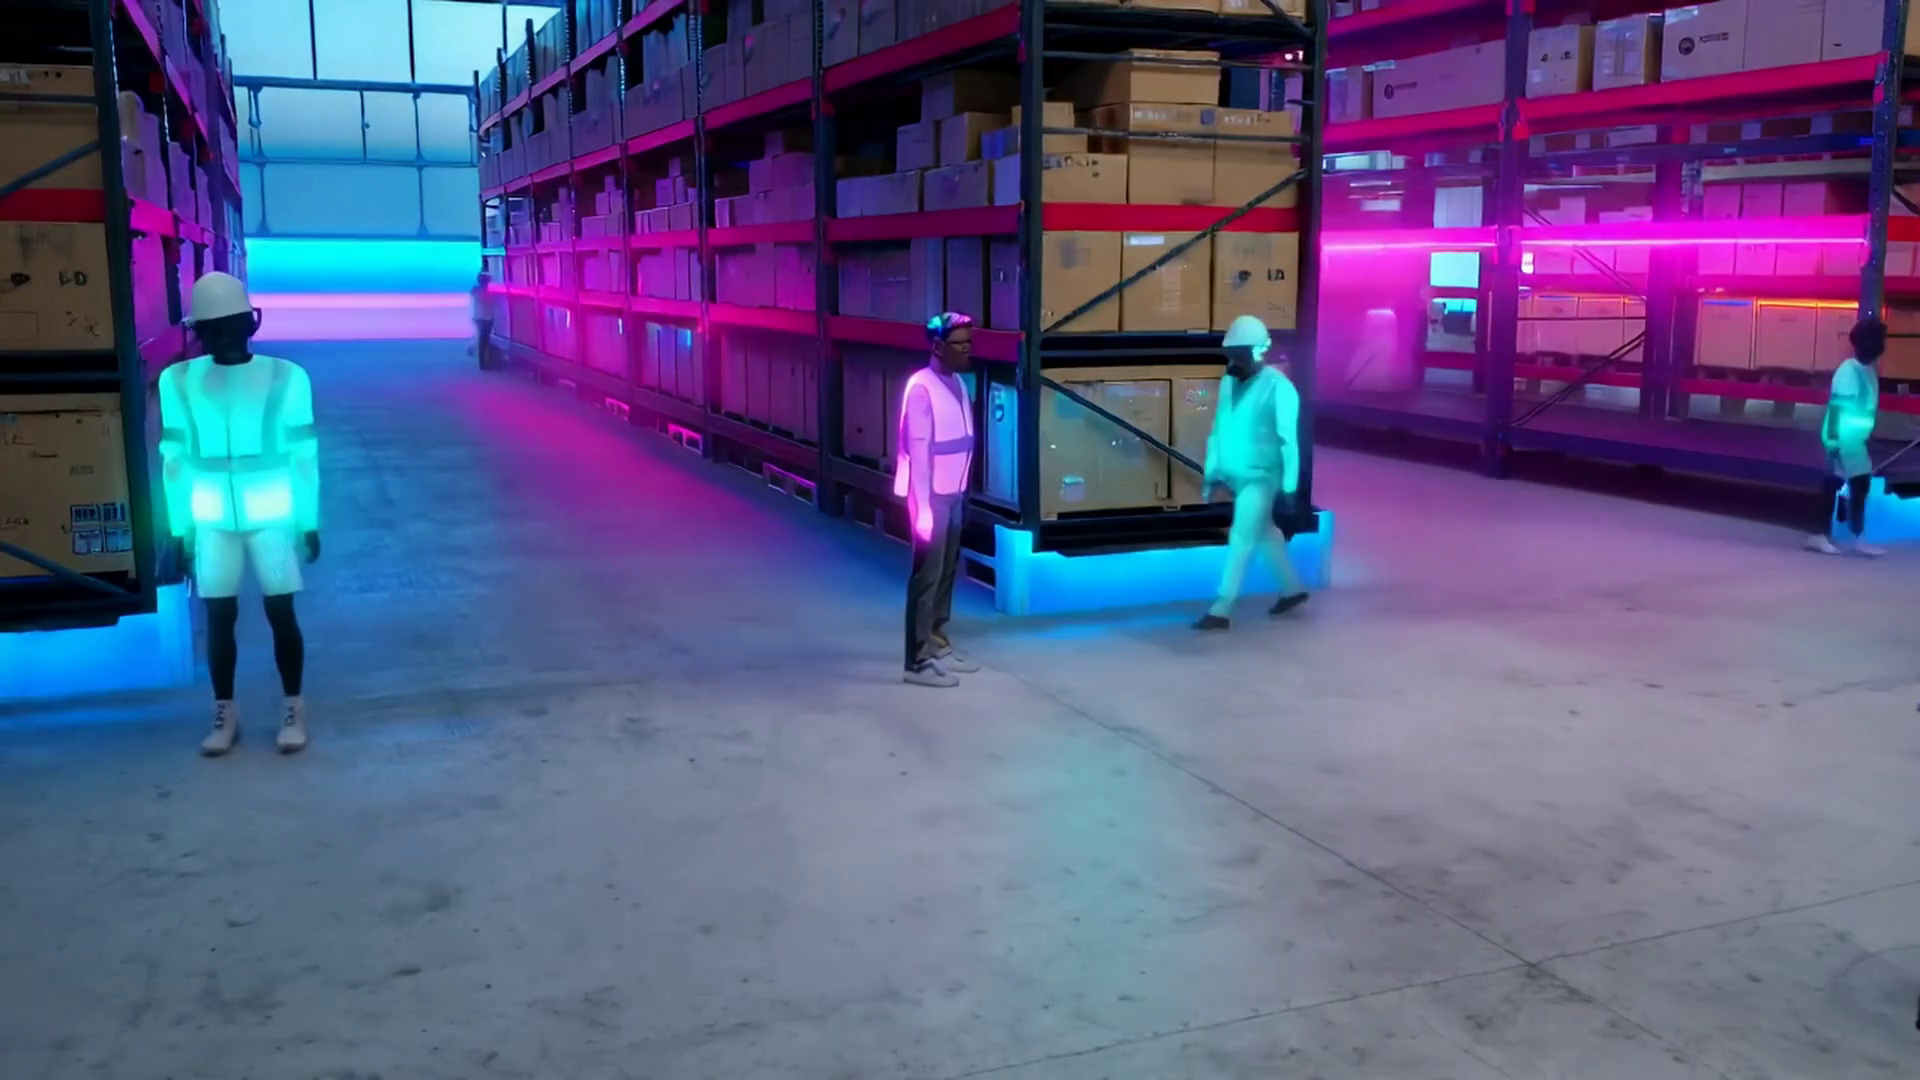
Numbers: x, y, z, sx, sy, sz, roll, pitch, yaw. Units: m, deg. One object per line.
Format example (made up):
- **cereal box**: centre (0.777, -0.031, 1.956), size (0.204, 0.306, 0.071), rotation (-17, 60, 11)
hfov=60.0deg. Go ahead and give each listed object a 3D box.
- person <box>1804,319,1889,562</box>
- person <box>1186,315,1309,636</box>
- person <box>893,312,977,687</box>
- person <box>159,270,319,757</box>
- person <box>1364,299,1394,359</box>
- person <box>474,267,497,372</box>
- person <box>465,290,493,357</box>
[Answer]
- **person**: centre (6.273, -0.686, 11.554), size (0.701, 1.668, 0.552), rotation (9, 13, 43)
- **person**: centre (1.680, -0.380, 9.438), size (0.935, 1.788, 0.610), rotation (-5, 11, -27)
- **person**: centre (-0.126, -0.203, 8.208), size (0.384, 1.837, 0.565), rotation (3, 10, 18)
- **person**: centre (-3.012, -0.100, 6.975), size (0.614, 2.041, 0.397), rotation (-2, 10, -10)
- **person**: centre (5.704, -2.636, 23.059), size (0.566, 1.739, 0.740), rotation (-6, 11, -31)
- **person**: centre (-9.045, -4.198, 31.684), size (0.393, 1.985, 0.611), rotation (-3, 10, -16)
- **person**: centre (-10.457, -4.916, 36.595), size (1.002, 1.783, 0.624), rotation (-4, 10, -24)
